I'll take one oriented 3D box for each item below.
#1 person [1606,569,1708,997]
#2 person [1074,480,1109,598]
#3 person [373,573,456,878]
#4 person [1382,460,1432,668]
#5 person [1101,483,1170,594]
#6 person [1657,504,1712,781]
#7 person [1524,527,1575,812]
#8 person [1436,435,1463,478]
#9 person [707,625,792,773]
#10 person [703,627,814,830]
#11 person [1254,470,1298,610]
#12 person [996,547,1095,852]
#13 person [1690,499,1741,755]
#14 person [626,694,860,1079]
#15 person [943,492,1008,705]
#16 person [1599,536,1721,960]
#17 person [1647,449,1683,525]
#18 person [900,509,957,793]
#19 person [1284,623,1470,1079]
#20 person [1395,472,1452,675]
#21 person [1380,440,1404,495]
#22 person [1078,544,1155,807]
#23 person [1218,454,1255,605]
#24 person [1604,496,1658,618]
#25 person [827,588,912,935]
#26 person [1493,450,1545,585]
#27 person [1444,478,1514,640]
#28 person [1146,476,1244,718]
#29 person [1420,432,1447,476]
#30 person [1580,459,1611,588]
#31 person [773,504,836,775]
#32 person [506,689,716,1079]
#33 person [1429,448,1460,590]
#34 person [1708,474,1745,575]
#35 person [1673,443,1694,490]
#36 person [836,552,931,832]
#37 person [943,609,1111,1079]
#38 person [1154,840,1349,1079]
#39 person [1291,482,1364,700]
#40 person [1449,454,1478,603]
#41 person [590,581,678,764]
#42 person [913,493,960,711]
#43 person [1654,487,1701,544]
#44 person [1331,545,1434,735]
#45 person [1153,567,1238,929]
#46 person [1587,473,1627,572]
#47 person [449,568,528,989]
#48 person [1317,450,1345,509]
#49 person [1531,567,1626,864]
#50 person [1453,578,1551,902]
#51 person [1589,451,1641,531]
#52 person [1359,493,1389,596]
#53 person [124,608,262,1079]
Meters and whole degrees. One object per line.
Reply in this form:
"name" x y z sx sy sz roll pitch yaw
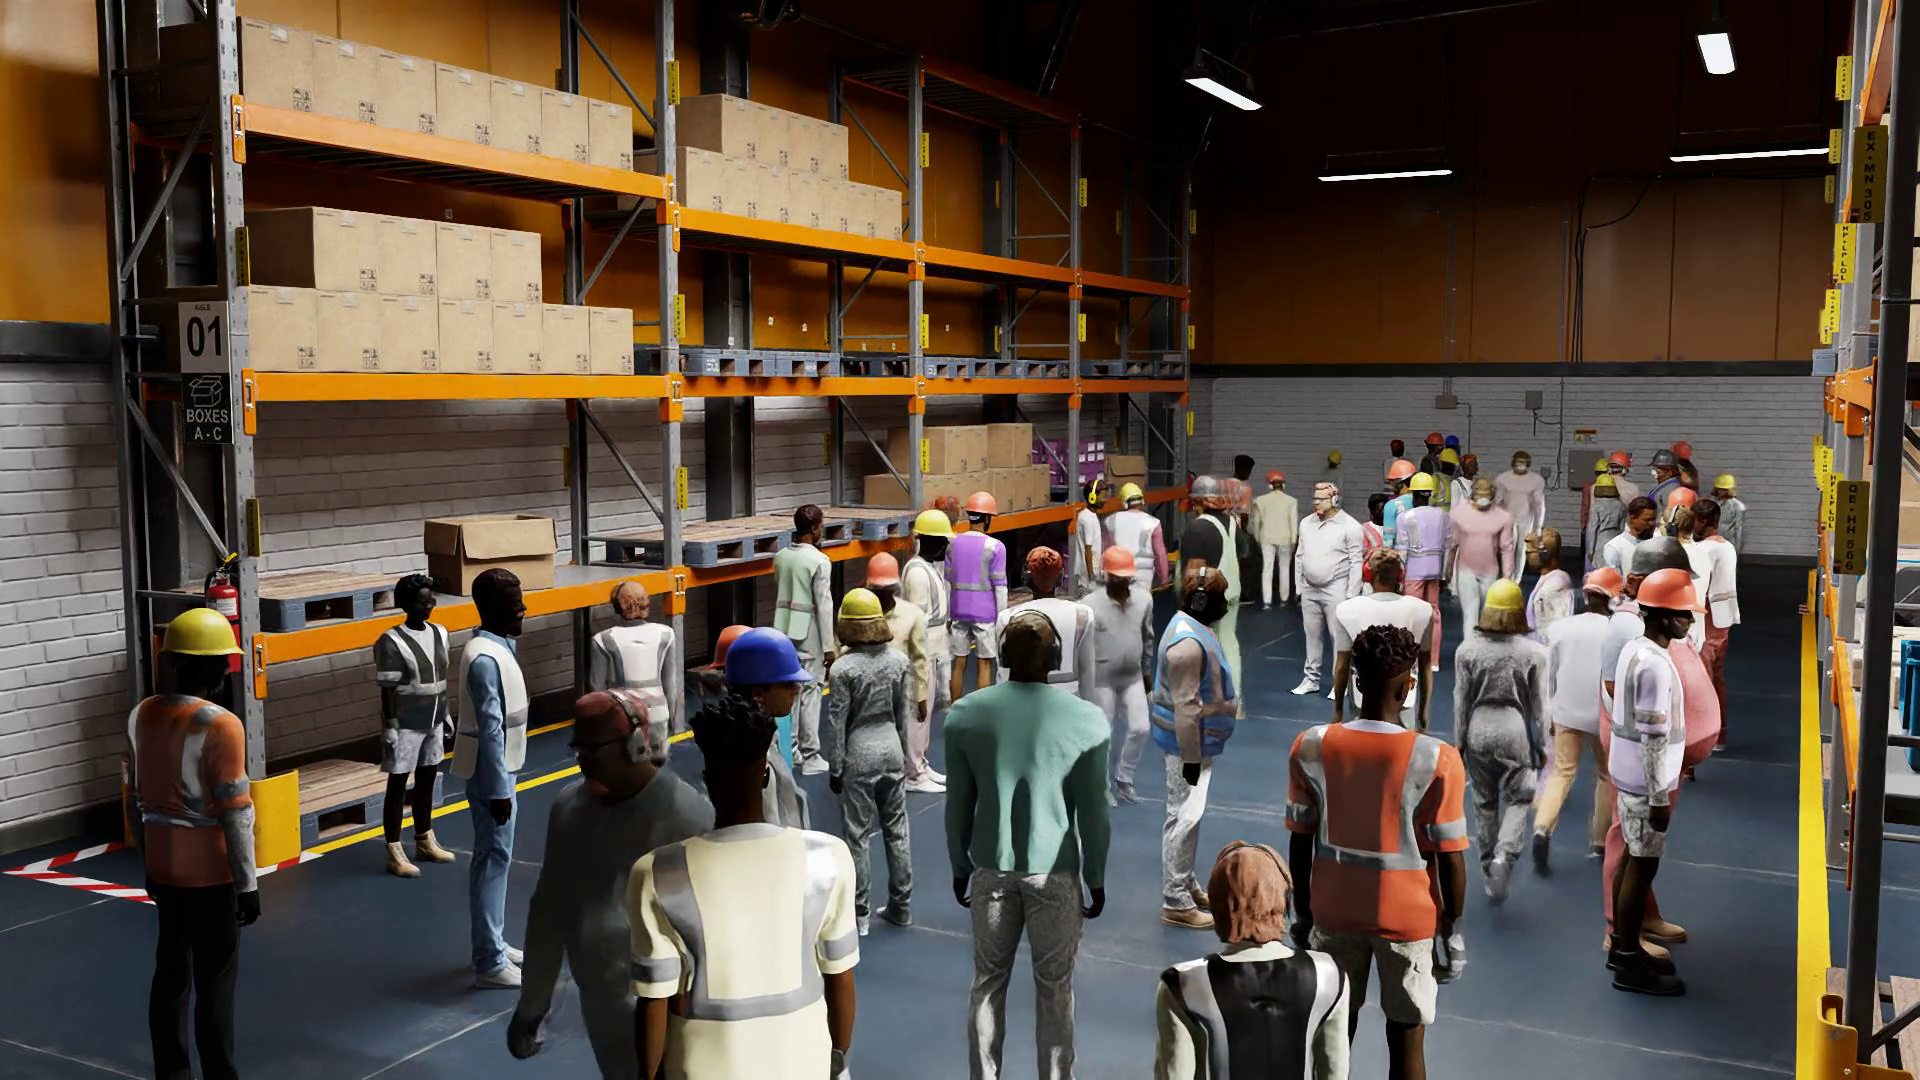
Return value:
"person" 3.165 1.089 7.578 0.389 1.929 0.547 1 5 15
"person" 1.271 0.345 15.982 0.351 1.856 0.520 0 5 2
"person" -3.078 1.030 9.415 0.321 1.697 0.535 2 6 25
"person" 4.285 0.243 16.113 0.606 2.036 0.406 -4 6 -34
"person" 1.752 0.341 16.325 0.647 1.783 0.784 3 6 25
"person" 4.911 0.723 11.438 0.632 1.940 0.372 -5 7 -45
"person" 3.796 0.834 10.775 0.343 1.840 0.506 2 6 24
"person" 7.970 -0.736 27.085 0.608 1.946 0.406 4 6 33
"person" -0.904 1.227 7.081 0.354 1.737 0.577 1 5 13
"person" -0.678 1.261 5.604 0.384 1.948 0.605 -1 6 -15
"person" 3.900 -0.005 20.526 0.578 1.702 0.879 2 6 19
"person" 0.457 0.974 9.041 0.576 1.882 0.355 -2 6 -19
"person" 5.589 0.650 12.409 0.402 1.909 0.599 5 7 43
"person" -0.556 1.376 4.309 0.602 1.959 0.368 -2 6 -20
"person" 0.134 0.582 13.060 0.549 1.924 0.386 3 6 27
"person" 3.381 0.988 8.045 0.537 2.000 0.689 4 7 36
"person" 7.888 -0.009 18.770 0.537 2.000 0.682 2 6 16
"person" -0.219 0.750 11.265 0.397 1.920 0.586 0 5 5
"person" 1.401 1.253 5.593 0.613 1.965 0.361 3 6 30
"person" 4.379 0.322 15.813 0.587 1.928 0.363 -2 6 -20
"person" 6.999 -0.675 26.780 0.358 1.882 0.574 -2 6 -22
"person" 1.013 0.881 10.806 0.604 1.729 0.446 -2 6 -20
"person" 3.309 -0.114 20.589 0.921 1.921 0.654 -5 7 -43
"person" 5.200 0.609 12.844 0.597 1.909 0.405 -3 6 -28
"person" -0.475 1.109 8.391 0.487 1.737 0.325 -4 7 -38
"person" 7.276 -0.209 21.639 0.631 1.895 0.961 1 5 12
"person" 4.997 0.333 16.055 0.631 1.870 1.056 1 5 7
"person" 1.985 0.446 13.878 0.709 2.000 0.940 -5 7 -42
"person" 7.228 -0.626 25.448 0.406 2.036 0.607 3 6 26
"person" 8.648 -0.215 22.450 0.525 1.769 0.308 2 6 23
"person" -1.116 0.704 11.798 0.391 1.912 0.590 -5 7 -42
"person" -1.009 1.370 4.816 0.651 1.877 0.776 4 7 39
"person" 6.512 -0.280 22.374 0.605 1.916 0.417 -5 7 -41
"person" 9.019 0.067 19.654 0.498 1.709 0.505 -4 7 -39
"person" 10.051 -0.370 23.215 0.415 1.950 0.625 5 7 42
"person" -0.471 0.937 10.178 0.590 1.735 0.413 0 5 -5
"person" 0.247 1.221 6.151 0.631 1.932 0.372 1 6 16
"person" 0.710 1.556 4.079 0.523 1.636 0.310 -1 5 -13
"person" 3.201 0.446 14.598 0.403 1.906 0.652 -5 7 -45
"person" 6.407 -0.139 21.022 0.574 1.883 0.355 -5 7 -41
"person" -1.874 1.050 9.587 0.512 1.631 0.316 -3 6 -26
"person" -0.224 0.542 13.799 0.765 1.866 0.579 -4 7 -40
"person" 5.943 0.523 13.702 0.547 1.926 0.401 2 6 22
"person" 2.406 0.955 9.453 0.569 1.841 0.373 0 5 0
"person" 1.206 1.049 8.527 0.430 1.837 0.629 1 5 11
"person" 7.468 0.098 19.274 0.484 1.737 0.316 -1 5 -15
"person" -2.147 1.084 7.666 0.393 1.919 0.589 -2 6 -16
"person" 5.933 -0.583 26.683 0.326 1.722 0.639 -3 6 -33
"person" 3.564 1.014 9.520 0.585 1.718 0.787 5 7 42
"person" 2.858 1.067 8.821 0.498 1.725 0.569 3 6 25
"person" 7.682 -0.047 19.497 0.408 1.984 0.617 -5 7 -43
"person" 4.104 0.381 16.392 0.541 1.698 0.316 -3 6 -29
"person" -2.840 1.213 6.239 0.594 1.922 0.382 3 6 27
